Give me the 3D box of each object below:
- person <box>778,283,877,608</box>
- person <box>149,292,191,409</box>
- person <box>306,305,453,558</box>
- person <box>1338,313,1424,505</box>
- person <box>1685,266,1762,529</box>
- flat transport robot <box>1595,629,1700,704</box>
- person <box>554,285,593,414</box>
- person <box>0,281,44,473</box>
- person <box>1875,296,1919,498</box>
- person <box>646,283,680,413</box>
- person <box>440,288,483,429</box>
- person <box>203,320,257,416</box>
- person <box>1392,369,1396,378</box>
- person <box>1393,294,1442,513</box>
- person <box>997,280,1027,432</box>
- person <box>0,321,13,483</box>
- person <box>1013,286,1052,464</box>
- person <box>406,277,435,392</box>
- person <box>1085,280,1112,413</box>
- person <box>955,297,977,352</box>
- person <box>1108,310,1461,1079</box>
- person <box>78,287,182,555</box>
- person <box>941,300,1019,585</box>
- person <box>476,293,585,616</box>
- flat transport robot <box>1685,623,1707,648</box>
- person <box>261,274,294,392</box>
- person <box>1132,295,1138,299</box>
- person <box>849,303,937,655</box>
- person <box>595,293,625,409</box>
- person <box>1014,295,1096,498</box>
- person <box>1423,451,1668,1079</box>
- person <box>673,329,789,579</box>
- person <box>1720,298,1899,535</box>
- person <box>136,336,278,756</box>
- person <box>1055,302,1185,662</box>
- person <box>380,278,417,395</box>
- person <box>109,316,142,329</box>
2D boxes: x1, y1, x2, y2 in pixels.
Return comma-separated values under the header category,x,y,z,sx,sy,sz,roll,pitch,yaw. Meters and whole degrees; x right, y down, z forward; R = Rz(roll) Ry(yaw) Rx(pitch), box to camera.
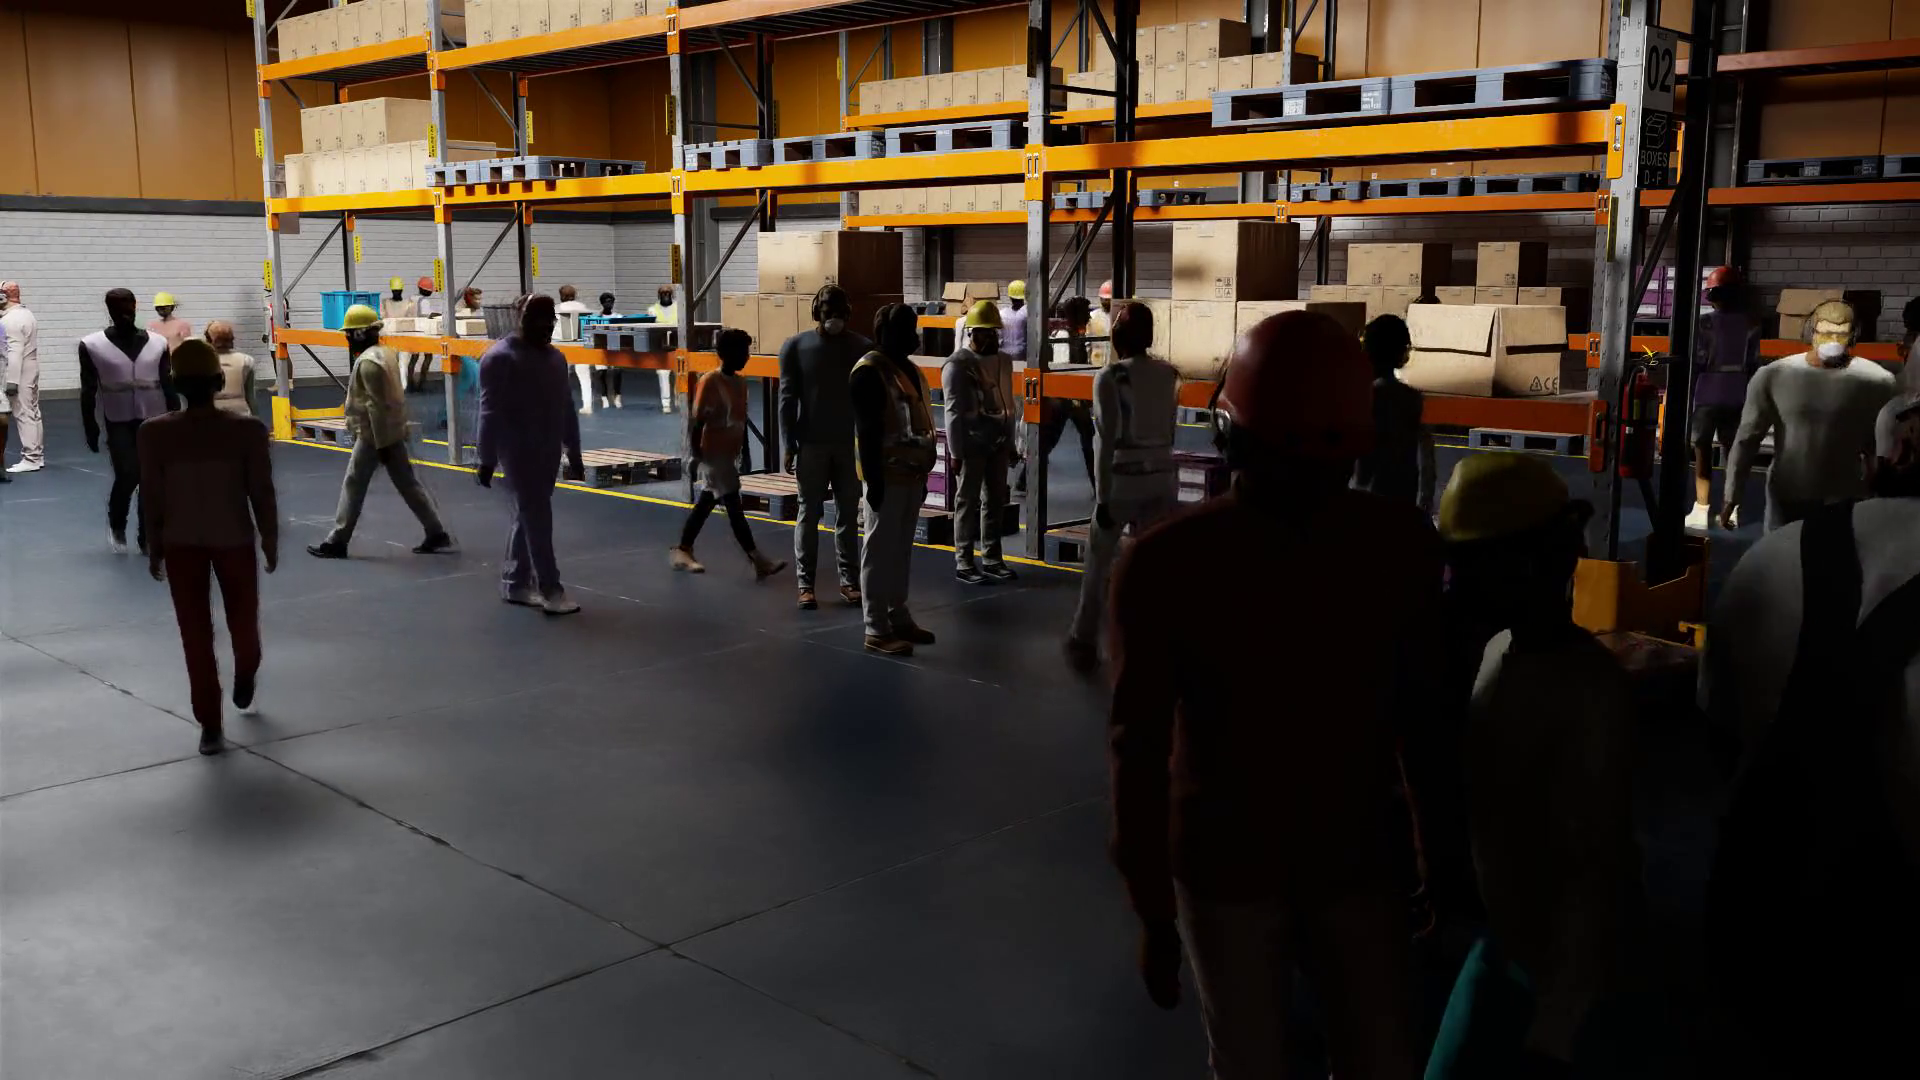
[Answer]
category,x,y,z,sx,sy,sz,roll,pitch,yaw
person,-0.772,-0.559,9.968,0.629,1.936,0.373,-3,10,-18
person,-9.271,-2.022,19.481,0.557,1.746,0.514,2,10,13
person,-4.072,-0.758,11.683,0.961,1.783,0.587,-1,9,-3
person,1.809,-0.064,7.253,0.546,1.834,0.535,-8,12,-42
person,5.885,-1.102,12.961,0.615,2.040,0.391,-1,9,-7
flat transport robot,2.929,0.623,7.802,1.431,0.197,0.652,-5,10,-26
person,-5.478,-2.674,23.384,0.648,1.786,0.968,-8,12,-41
person,-9.413,-1.623,16.593,0.402,1.904,0.638,-3,10,-16
person,3.394,0.109,5.831,0.610,1.955,0.404,-4,10,-25
person,-4.113,-2.711,23.511,0.640,1.824,0.706,-1,9,-8
person,-6.138,-2.269,20.920,0.991,1.789,0.589,1,9,4
person,-5.758,-0.908,13.039,0.526,1.623,0.376,-9,13,-43
person,1.938,-0.092,8.106,0.502,1.611,0.435,-4,10,-23
person,3.193,-0.829,11.898,0.530,1.849,0.701,-6,11,-34
person,0.705,-2.127,19.720,0.654,1.888,0.695,-2,9,-10
person,-9.146,-1.454,15.519,0.528,1.919,0.560,8,12,41
person,0.813,-1.724,17.140,0.594,1.918,0.663,4,10,24
person,-8.884,-3.364,27.310,0.595,1.888,0.500,9,13,44
person,1.763,-2.114,19.641,0.584,1.900,0.838,3,10,17
person,0.157,-2.577,23.283,0.497,1.629,0.276,-4,10,-25
person,0.572,0.583,2.895,0.652,1.954,0.528,-1,9,-8
person,-5.768,-0.807,11.616,0.446,1.901,0.614,8,12,41
person,0.148,-0.621,10.700,0.596,1.827,0.403,-9,13,-44
person,-2.415,-0.495,9.748,0.870,1.868,0.665,5,11,28
flat transport robot,4.307,0.537,8.334,1.431,0.197,0.652,-2,9,-12
person,-11.282,-3.457,27.399,0.390,2.041,0.614,3,10,18
person,1.990,-1.977,19.307,0.526,1.727,0.487,8,12,41
person,-0.334,-0.330,8.842,0.429,1.845,0.621,4,10,22
person,-5.068,-2.714,23.944,0.542,1.678,0.597,-3,10,-17
person,0.930,-1.246,14.622,0.975,1.803,0.530,4,10,24
person,0.934,0.725,2.777,0.847,1.711,0.626,-1,9,-6
person,-1.544,-0.565,10.882,0.906,1.628,0.568,3,10,19
person,3.961,-0.181,7.800,0.710,1.879,1.007,5,11,30
person,-3.217,-0.005,7.158,0.528,1.746,0.713,-4,10,-21
person,0.817,-0.267,8.407,0.580,1.844,0.895,-5,11,-30
person,-8.897,-3.190,26.302,0.598,1.868,1.009,-1,9,-5
person,-11.883,-2.631,23.592,0.514,1.617,0.532,4,10,22
